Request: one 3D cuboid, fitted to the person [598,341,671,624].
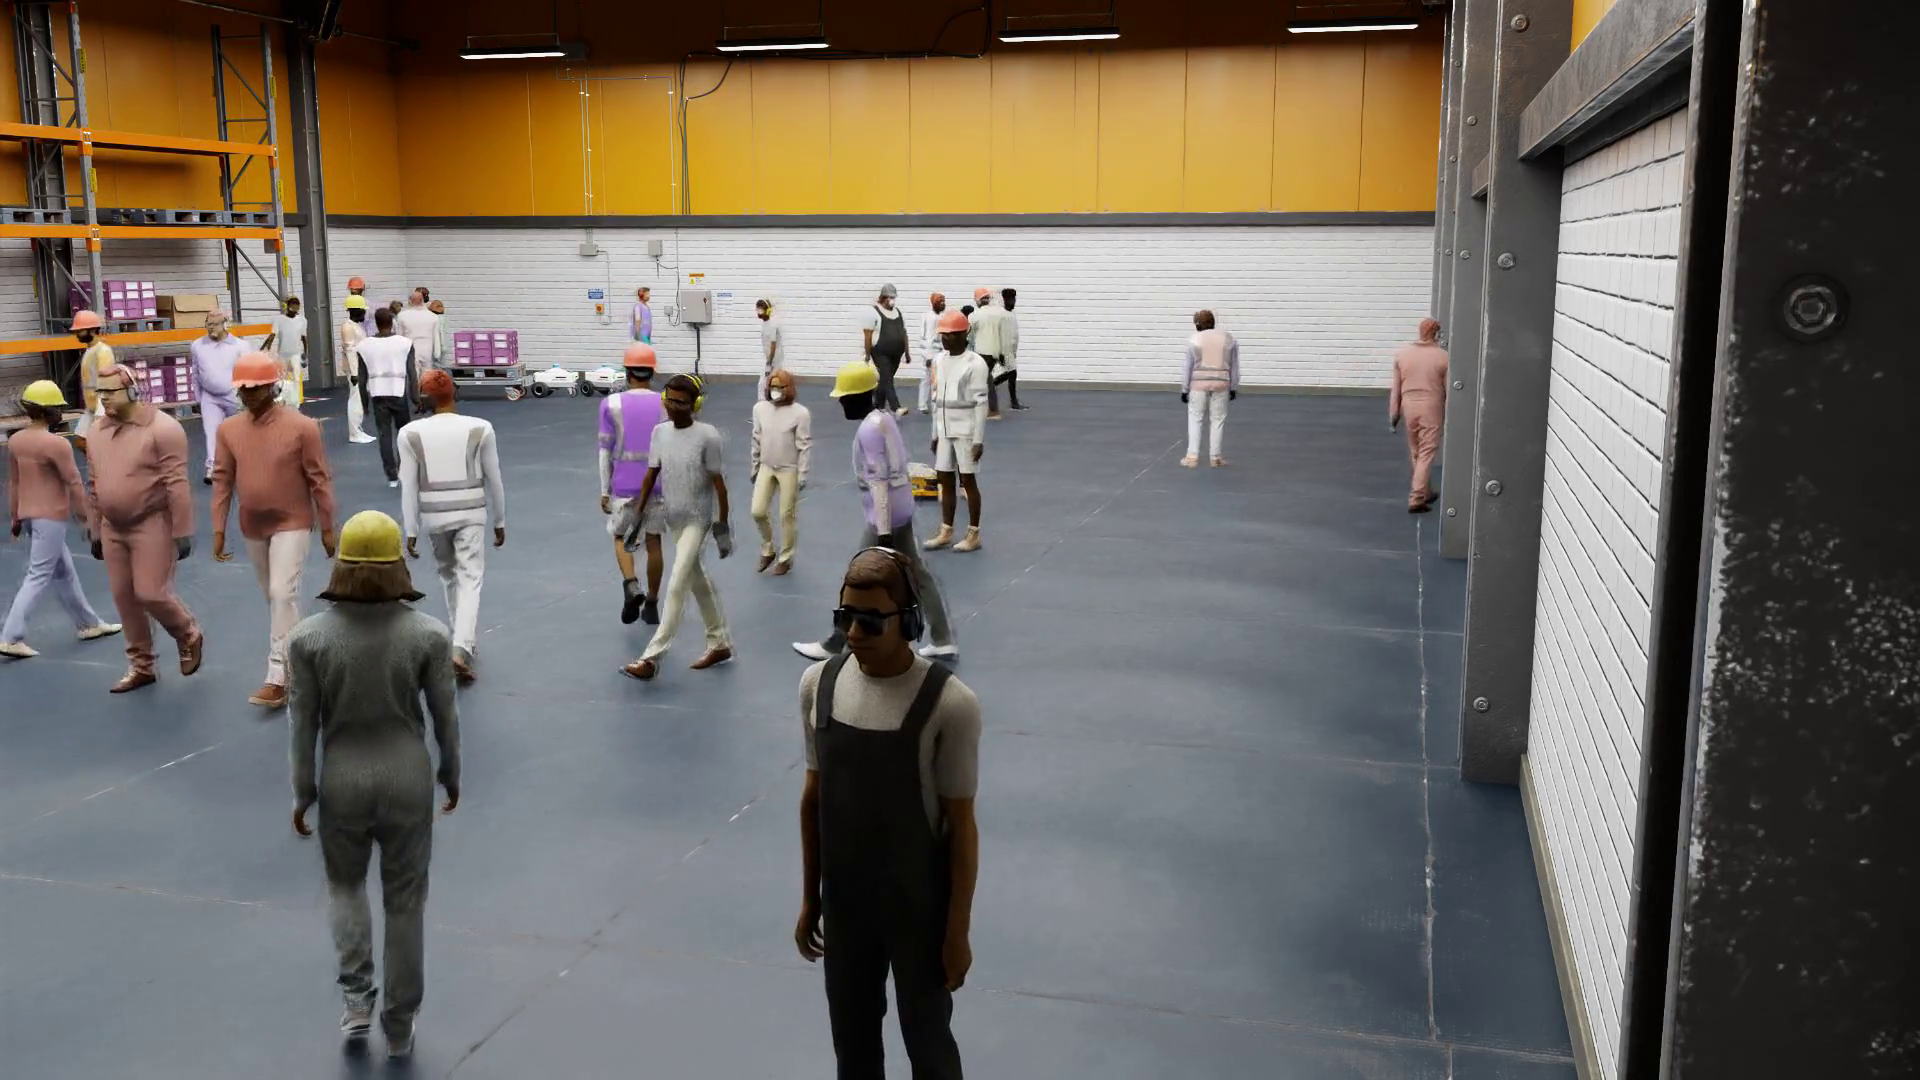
[{"bbox_3d":[-2.123,-0.360,11.123,0.558,1.922,0.558,-3,10,-16],"label":"person"}]

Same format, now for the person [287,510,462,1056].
[{"bbox_3d":[-1.833,0.770,5.254,0.512,1.725,0.413,-3,10,-17],"label":"person"}]

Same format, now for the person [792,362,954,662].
[{"bbox_3d":[-0.514,-0.150,10.121,1.013,1.853,0.686,1,10,6],"label":"person"}]

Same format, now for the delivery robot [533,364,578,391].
[{"bbox_3d":[-6.853,-2.743,28.224,0.707,0.478,0.477,0,10,1],"label":"delivery robot"}]

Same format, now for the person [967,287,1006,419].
[{"bbox_3d":[0.322,-2.786,24.815,0.641,1.926,1.032,-6,12,-32],"label":"person"}]

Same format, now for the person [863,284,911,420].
[{"bbox_3d":[-1.015,-2.799,24.600,0.694,2.000,1.006,-9,13,-41],"label":"person"}]

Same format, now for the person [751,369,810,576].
[{"bbox_3d":[-1.395,-0.515,12.838,0.519,1.613,0.406,3,11,19],"label":"person"}]

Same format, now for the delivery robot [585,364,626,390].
[{"bbox_3d":[-6.030,-2.755,28.288,0.707,0.478,0.477,6,12,31],"label":"delivery robot"}]

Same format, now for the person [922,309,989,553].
[{"bbox_3d":[-0.042,-0.903,13.867,0.396,2.039,0.615,-10,14,-43],"label":"person"}]

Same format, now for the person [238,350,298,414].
[{"bbox_3d":[-6.201,-0.880,14.897,0.546,1.612,0.649,-2,10,-9],"label":"person"}]

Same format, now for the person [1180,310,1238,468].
[{"bbox_3d":[2.872,-1.739,19.239,0.672,1.823,0.430,-1,10,-4],"label":"person"}]

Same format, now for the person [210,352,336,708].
[{"bbox_3d":[-3.882,-0.050,9.250,0.617,1.957,0.909,2,10,9],"label":"person"}]

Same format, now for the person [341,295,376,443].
[{"bbox_3d":[-7.840,-2.226,21.678,0.377,1.923,0.595,-2,10,-9],"label":"person"}]

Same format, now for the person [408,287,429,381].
[{"bbox_3d":[-9.469,-3.535,29.345,0.430,1.839,0.619,-9,13,-41],"label":"person"}]

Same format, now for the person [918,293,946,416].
[{"bbox_3d":[-0.395,-2.763,24.929,0.540,1.860,0.630,1,10,7],"label":"person"}]

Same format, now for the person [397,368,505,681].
[{"bbox_3d":[-3.033,-0.101,9.923,0.585,1.842,0.977,-2,10,-9],"label":"person"}]

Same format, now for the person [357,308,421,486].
[{"bbox_3d":[-6.131,-1.546,17.901,0.631,1.892,0.758,-2,10,-13],"label":"person"}]

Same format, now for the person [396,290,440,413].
[{"bbox_3d":[-8.233,-2.849,25.315,0.655,1.887,0.731,-7,12,-33],"label":"person"}]

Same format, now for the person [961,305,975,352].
[{"bbox_3d":[0.057,-2.748,25.366,0.541,1.678,0.742,4,11,24],"label":"person"}]

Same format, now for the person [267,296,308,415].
[{"bbox_3d":[-10.247,-2.805,25.288,0.651,1.815,0.945,-5,11,-28],"label":"person"}]

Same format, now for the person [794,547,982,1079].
[{"bbox_3d":[-0.182,0.915,4.164,0.501,1.839,0.341,6,12,29],"label":"person"}]

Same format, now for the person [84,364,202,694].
[{"bbox_3d":[-4.720,-0.069,9.556,0.671,1.891,0.466,3,10,15],"label":"person"}]

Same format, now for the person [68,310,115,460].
[{"bbox_3d":[-8.602,-1.315,16.541,0.552,1.923,0.470,9,14,42],"label":"person"}]

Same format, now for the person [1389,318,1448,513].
[{"bbox_3d":[4.570,-1.219,16.176,0.670,1.859,0.908,10,14,44],"label":"person"}]

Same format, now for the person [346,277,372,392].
[{"bbox_3d":[-10.547,-3.568,29.019,0.550,2.014,0.663,-9,13,-40],"label":"person"}]

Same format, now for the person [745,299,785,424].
[{"bbox_3d":[-2.727,-2.547,23.841,0.906,1.802,0.528,-6,12,-30],"label":"person"}]

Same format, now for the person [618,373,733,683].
[{"bbox_3d":[-1.686,-0.064,9.744,0.554,1.808,0.997,8,13,37],"label":"person"}]

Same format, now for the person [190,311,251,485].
[{"bbox_3d":[-7.996,-1.548,18.039,0.665,1.857,1.022,-2,10,-9],"label":"person"}]

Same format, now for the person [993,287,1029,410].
[{"bbox_3d":[0.662,-2.978,25.962,0.816,1.926,0.616,4,11,22],"label":"person"}]

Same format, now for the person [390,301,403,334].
[{"bbox_3d":[-10.166,-3.472,29.708,0.604,1.589,0.520,3,10,15],"label":"person"}]

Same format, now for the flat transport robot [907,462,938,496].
[{"bbox_3d":[-0.607,-0.643,17.400,0.652,0.197,1.431,-2,10,-10],"label":"flat transport robot"}]

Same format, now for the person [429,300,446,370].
[{"bbox_3d":[-9.063,-3.344,28.858,0.513,1.628,0.276,10,14,44],"label":"person"}]

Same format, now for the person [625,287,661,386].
[{"bbox_3d":[-5.814,-3.711,30.369,0.613,1.826,0.576,1,10,6],"label":"person"}]

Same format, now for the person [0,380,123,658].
[{"bbox_3d":[-5.741,-0.140,10.459,0.541,1.723,0.905,5,11,28],"label":"person"}]

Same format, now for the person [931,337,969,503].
[{"bbox_3d":[-0.034,-1.216,16.619,0.532,1.693,0.319,-4,11,-24],"label":"person"}]
